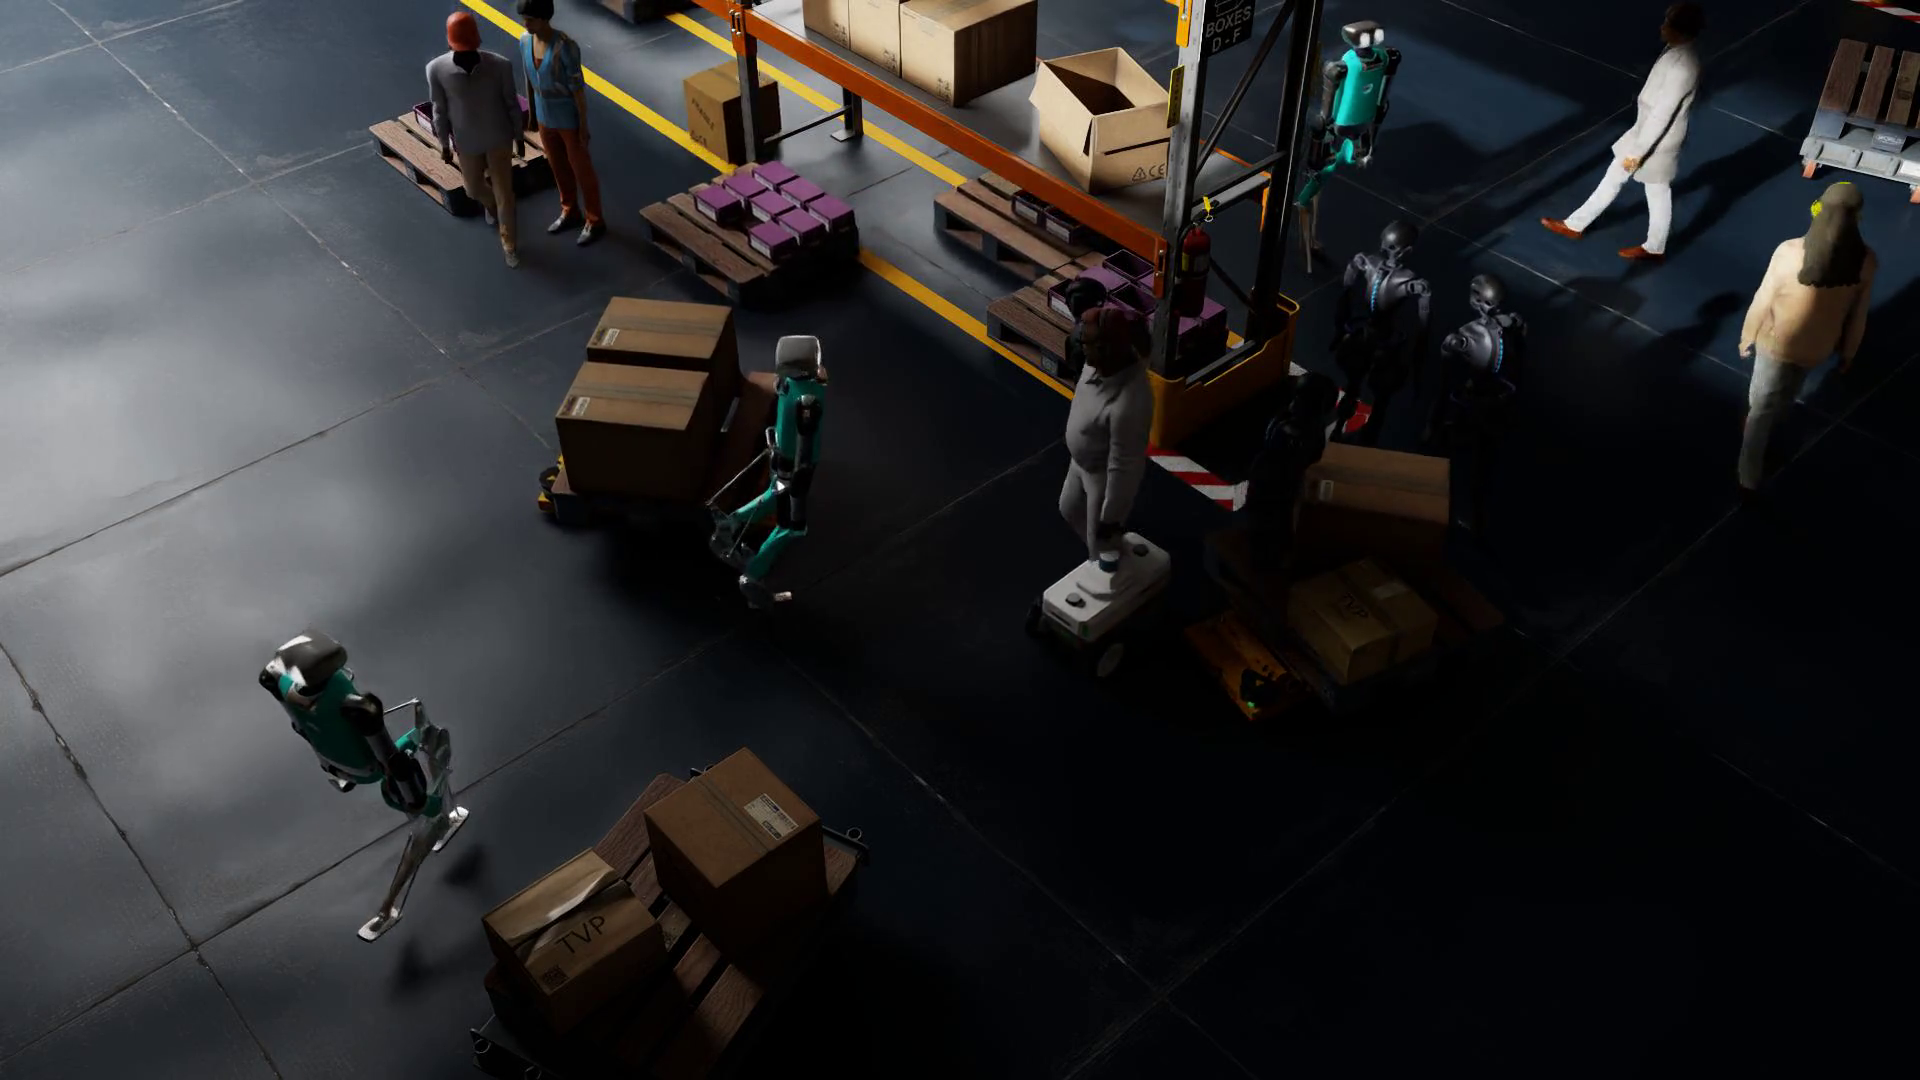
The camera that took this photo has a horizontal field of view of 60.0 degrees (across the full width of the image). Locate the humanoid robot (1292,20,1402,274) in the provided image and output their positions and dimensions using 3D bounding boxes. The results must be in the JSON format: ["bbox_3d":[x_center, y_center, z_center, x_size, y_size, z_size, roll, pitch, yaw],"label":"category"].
[{"bbox_3d":[2.380,-2.600,10.873,0.535,1.827,0.749,-17,45,-18],"label":"humanoid robot"}]

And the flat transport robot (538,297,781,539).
[{"bbox_3d":[-1.620,-0.372,9.499,1.431,0.231,0.659,6,43,6],"label":"flat transport robot"}]

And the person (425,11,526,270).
[{"bbox_3d":[-3.143,-2.679,10.932,0.568,1.724,0.642,-6,43,-7],"label":"person"}]

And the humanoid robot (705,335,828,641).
[{"bbox_3d":[-1.005,-0.214,8.261,0.784,1.790,0.534,-7,43,-8],"label":"humanoid robot"}]

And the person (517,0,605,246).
[{"bbox_3d":[-2.667,-2.804,11.045,0.495,1.759,0.335,21,47,22],"label":"person"}]

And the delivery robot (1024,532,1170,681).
[{"bbox_3d":[0.736,0.304,8.554,0.779,0.597,0.499,-34,52,-31],"label":"delivery robot"}]

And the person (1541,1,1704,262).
[{"bbox_3d":[4.398,-2.633,10.831,0.900,1.792,0.543,9,43,10],"label":"person"}]

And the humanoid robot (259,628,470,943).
[{"bbox_3d":[-2.388,0.893,7.037,0.537,1.717,1.018,17,45,18],"label":"humanoid robot"}]

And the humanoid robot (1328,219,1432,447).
[{"bbox_3d":[2.306,-1.050,9.187,0.601,1.650,0.349,32,51,30],"label":"humanoid robot"}]

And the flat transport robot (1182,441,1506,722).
[{"bbox_3d":[1.935,0.436,8.621,1.431,0.231,0.659,-19,46,-19],"label":"flat transport robot"}]

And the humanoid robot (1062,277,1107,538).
[{"bbox_3d":[0.715,-0.666,8.787,0.391,1.638,0.617,11,44,12],"label":"humanoid robot"}]

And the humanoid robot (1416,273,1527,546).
[{"bbox_3d":[2.731,-0.669,8.784,0.609,1.633,0.445,-18,45,-18],"label":"humanoid robot"}]

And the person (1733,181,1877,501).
[{"bbox_3d":[4.612,-1.110,9.165,0.603,1.848,0.790,6,43,6],"label":"person"}]

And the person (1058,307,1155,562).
[{"bbox_3d":[0.720,-0.341,8.270,0.391,1.890,0.724,-7,43,-8],"label":"person"}]

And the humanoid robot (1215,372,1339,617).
[{"bbox_3d":[1.565,-0.194,8.274,0.469,1.632,0.614,7,43,7],"label":"humanoid robot"}]
